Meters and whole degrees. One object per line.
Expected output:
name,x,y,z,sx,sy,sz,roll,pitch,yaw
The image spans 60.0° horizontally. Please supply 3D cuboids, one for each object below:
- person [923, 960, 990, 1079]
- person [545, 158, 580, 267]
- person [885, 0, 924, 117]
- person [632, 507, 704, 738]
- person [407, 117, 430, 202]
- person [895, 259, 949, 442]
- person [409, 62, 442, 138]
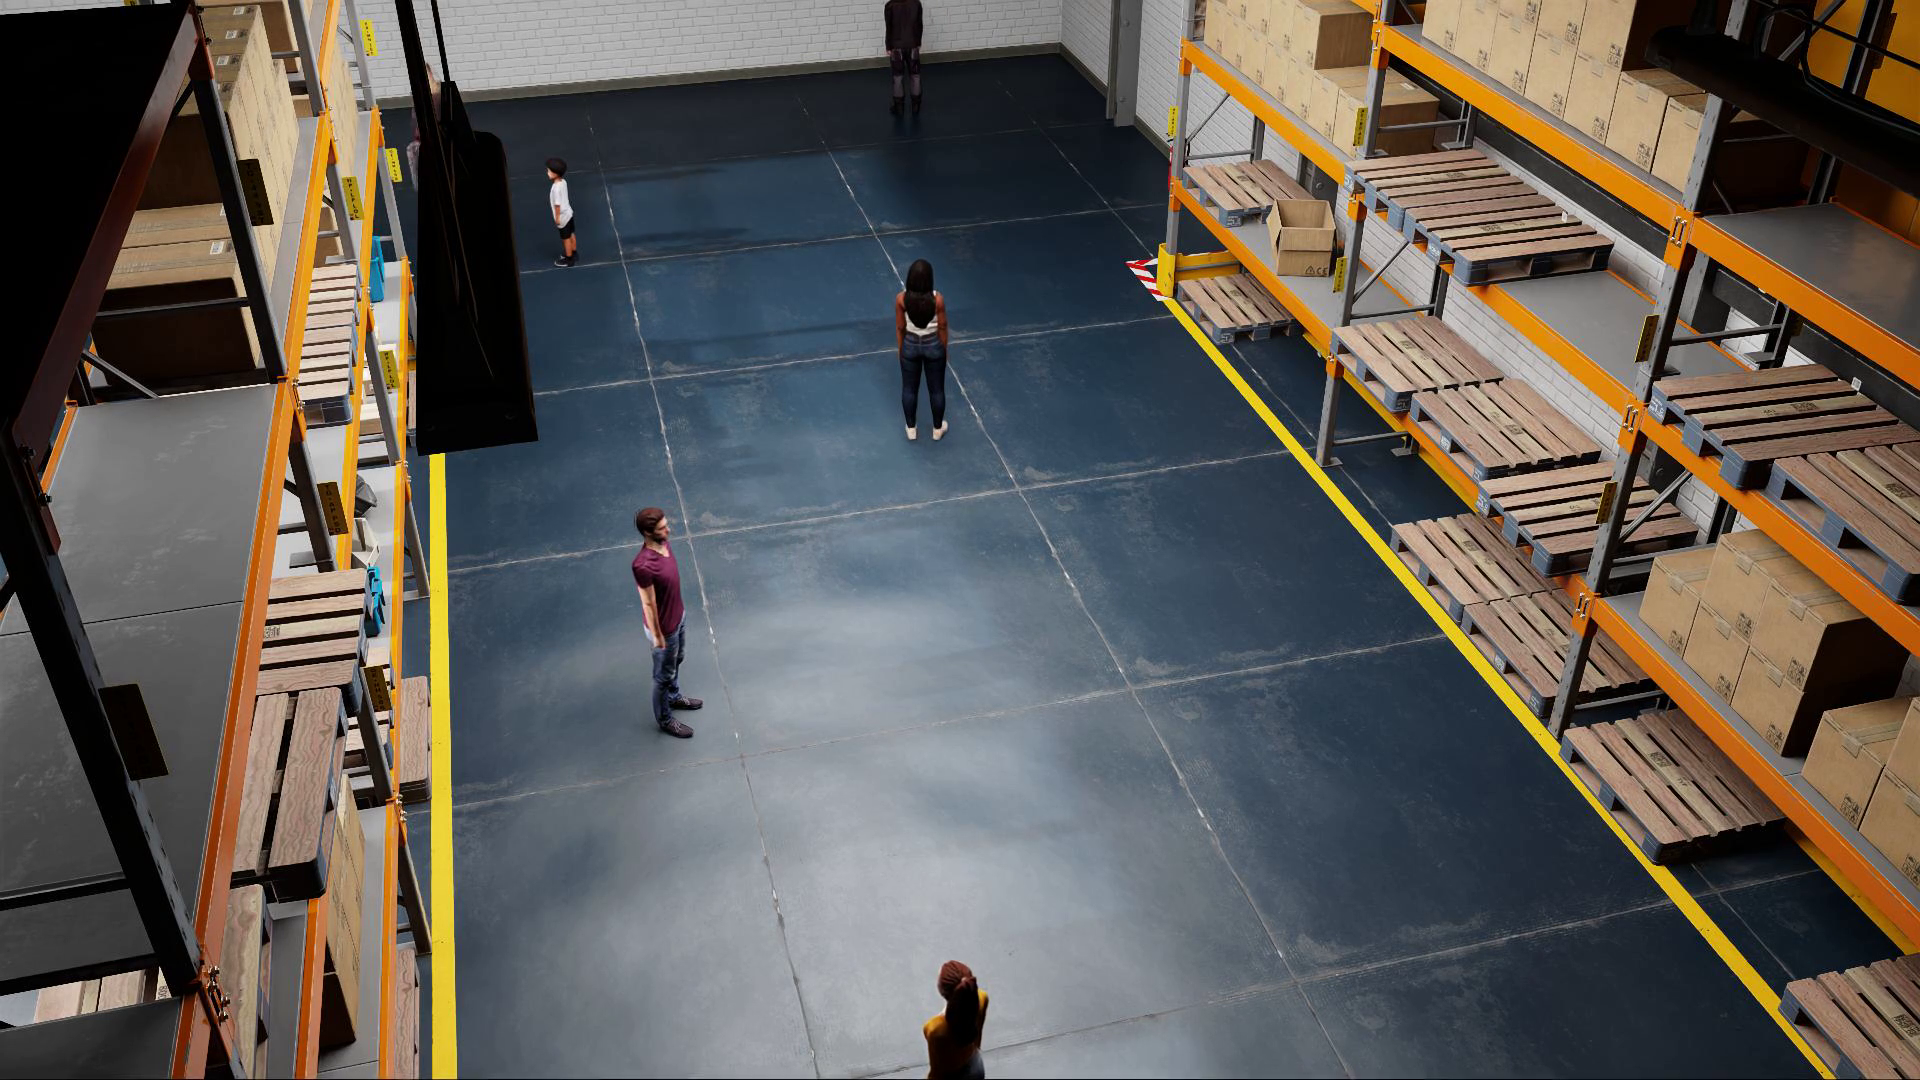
person,-0.014,2.806,8.642,0.723,1.751,0.683,26,41,33
person,-4.519,-3.748,18.949,0.606,1.257,0.508,3,34,4
person,-0.767,-6.872,23.029,0.702,1.943,0.588,-10,35,-15
person,-2.130,0.553,11.937,0.789,1.855,0.627,3,34,4
person,-5.951,-3.933,18.844,0.814,1.680,1.196,-18,38,-26
person,-0.345,-1.762,15.462,0.725,1.809,0.726,4,34,5
person,-6.451,-5.007,20.461,0.811,1.680,0.983,-20,38,-27
